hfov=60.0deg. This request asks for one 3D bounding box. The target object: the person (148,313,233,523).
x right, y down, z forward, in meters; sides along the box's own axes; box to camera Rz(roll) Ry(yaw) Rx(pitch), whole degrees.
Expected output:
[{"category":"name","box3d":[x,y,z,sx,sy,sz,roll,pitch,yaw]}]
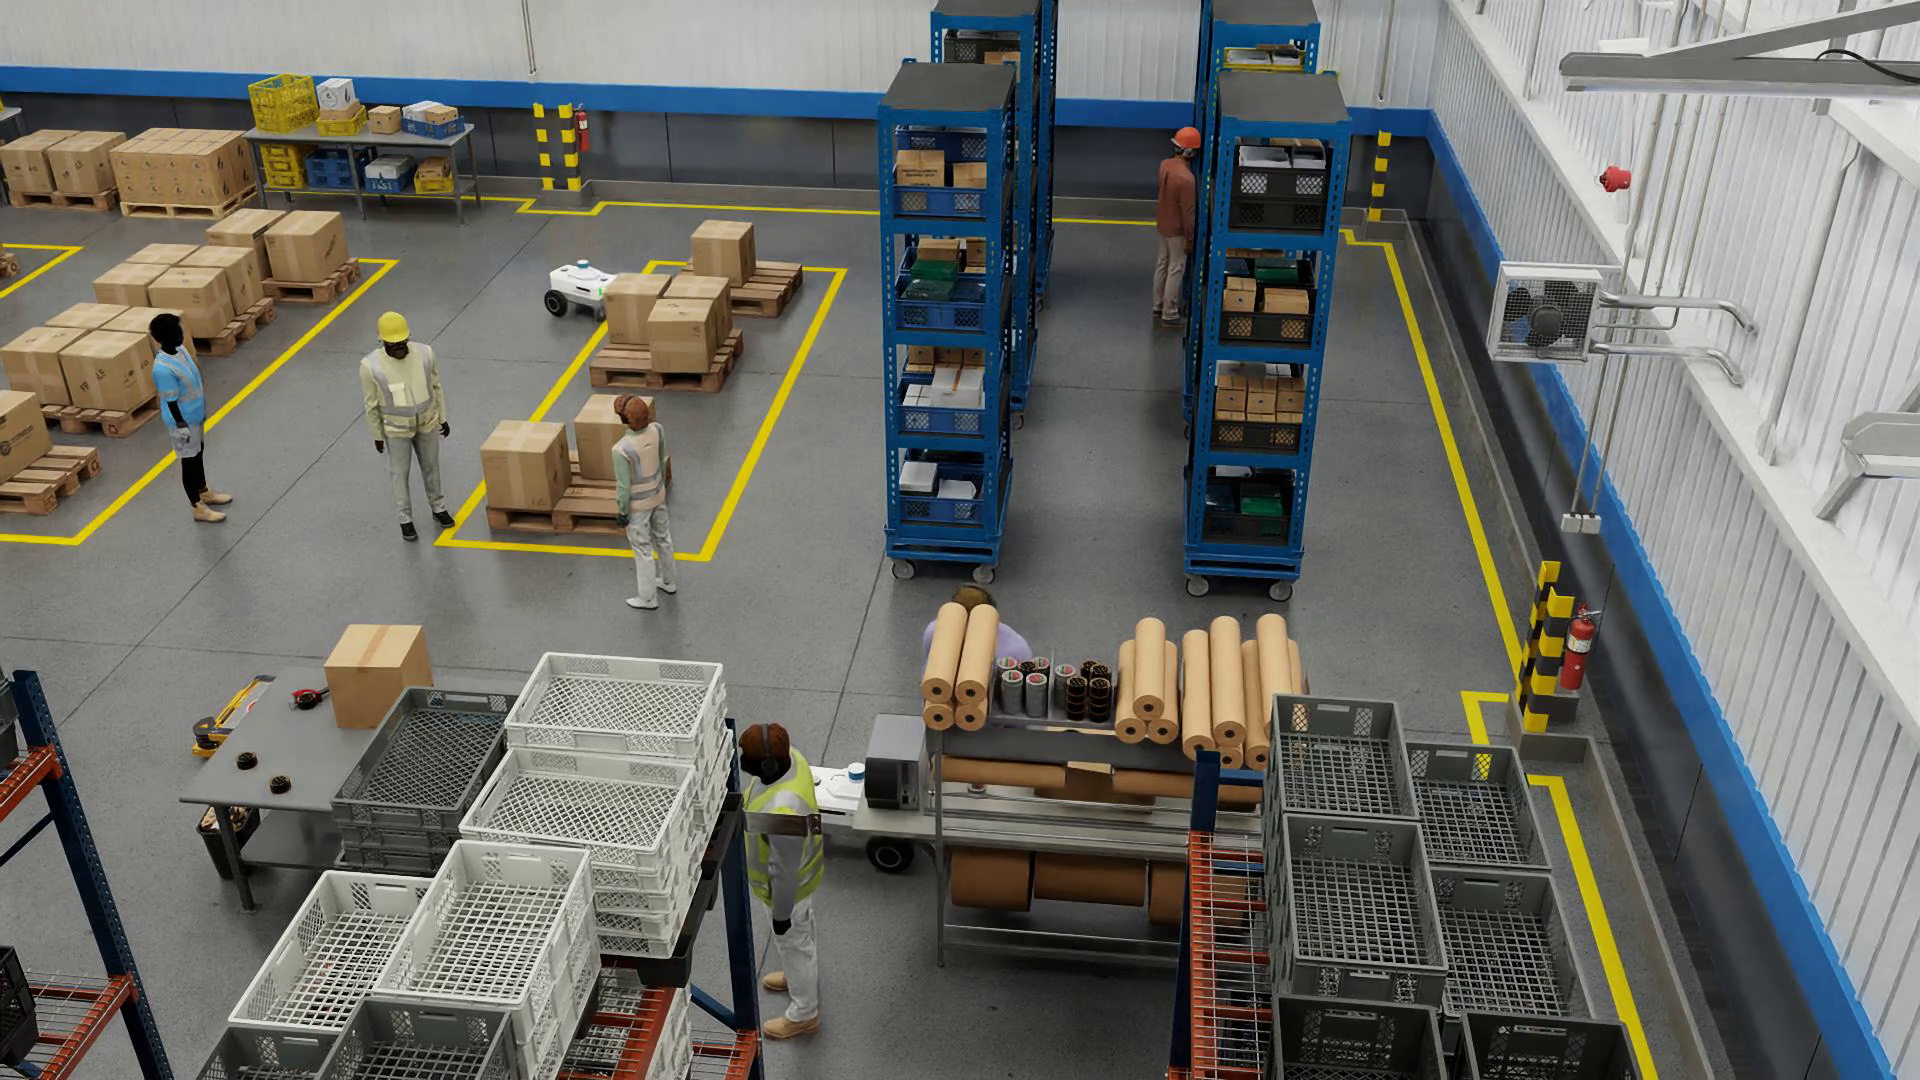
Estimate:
[{"category":"person","box3d":[-5.986,-0.956,12.878,0.318,1.698,0.534,-5,31,-9]}]

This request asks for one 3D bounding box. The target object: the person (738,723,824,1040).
[{"category":"person","box3d":[-0.886,1.663,8.252,0.431,1.837,0.628,-3,30,-5]}]

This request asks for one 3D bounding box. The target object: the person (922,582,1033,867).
[{"category":"person","box3d":[0.084,1.042,9.222,0.629,1.932,0.371,12,32,20]}]

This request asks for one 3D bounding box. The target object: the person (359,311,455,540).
[{"category":"person","box3d":[-4.171,-0.882,12.619,0.597,1.831,0.403,-21,36,-31]}]

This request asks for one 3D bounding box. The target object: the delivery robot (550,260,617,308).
[{"category":"delivery robot","box3d":[-3.755,-2.563,16.677,0.707,0.478,0.477,17,34,26]}]

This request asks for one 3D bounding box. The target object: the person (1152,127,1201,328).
[{"category":"person","box3d":[2.120,-3.030,16.170,0.412,1.980,0.626,-10,32,-17]}]

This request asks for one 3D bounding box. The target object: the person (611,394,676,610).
[{"category":"person","box3d":[-2.243,-0.273,11.762,0.307,1.639,0.525,15,33,24]}]
